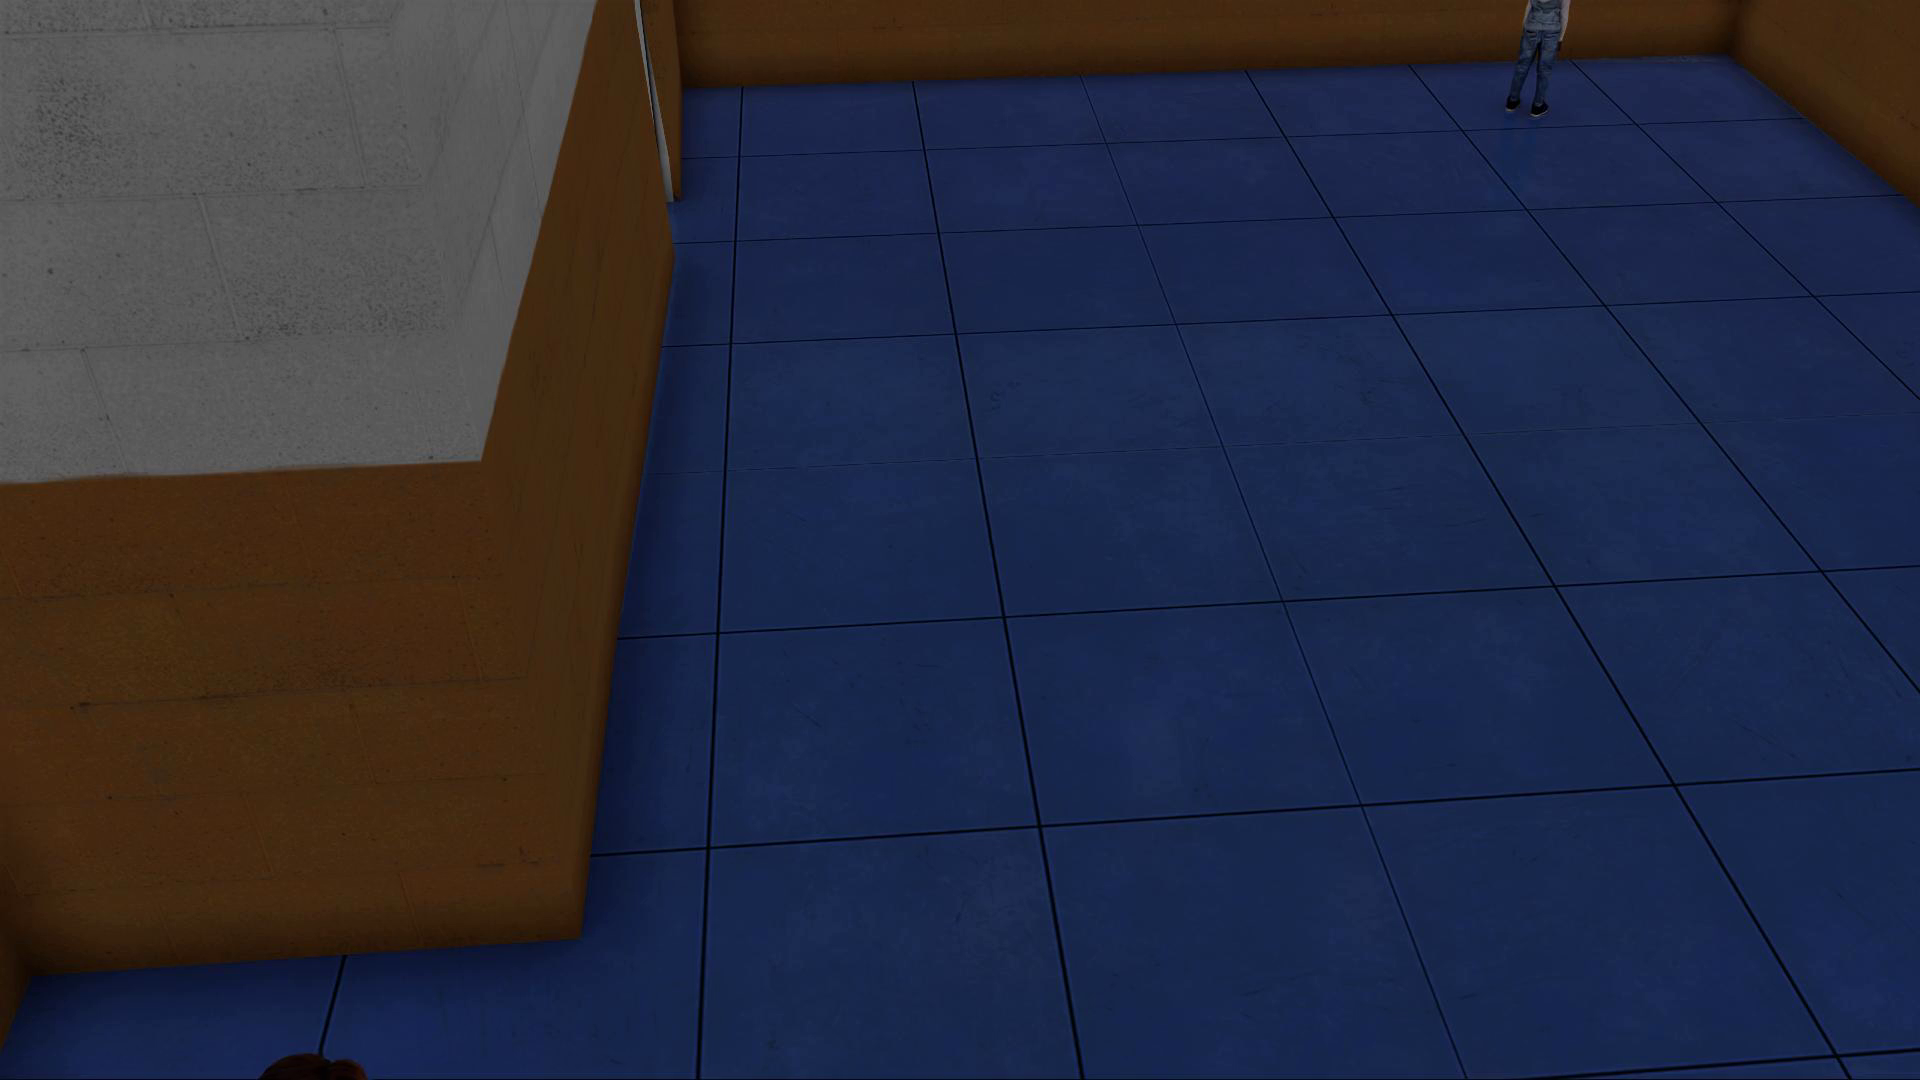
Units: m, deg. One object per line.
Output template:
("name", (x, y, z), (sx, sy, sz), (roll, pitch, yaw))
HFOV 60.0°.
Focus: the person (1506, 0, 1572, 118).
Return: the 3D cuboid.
("person", (4.282, -3.760, 12.238), (0.550, 1.258, 0.617), (23, 42, 27))
